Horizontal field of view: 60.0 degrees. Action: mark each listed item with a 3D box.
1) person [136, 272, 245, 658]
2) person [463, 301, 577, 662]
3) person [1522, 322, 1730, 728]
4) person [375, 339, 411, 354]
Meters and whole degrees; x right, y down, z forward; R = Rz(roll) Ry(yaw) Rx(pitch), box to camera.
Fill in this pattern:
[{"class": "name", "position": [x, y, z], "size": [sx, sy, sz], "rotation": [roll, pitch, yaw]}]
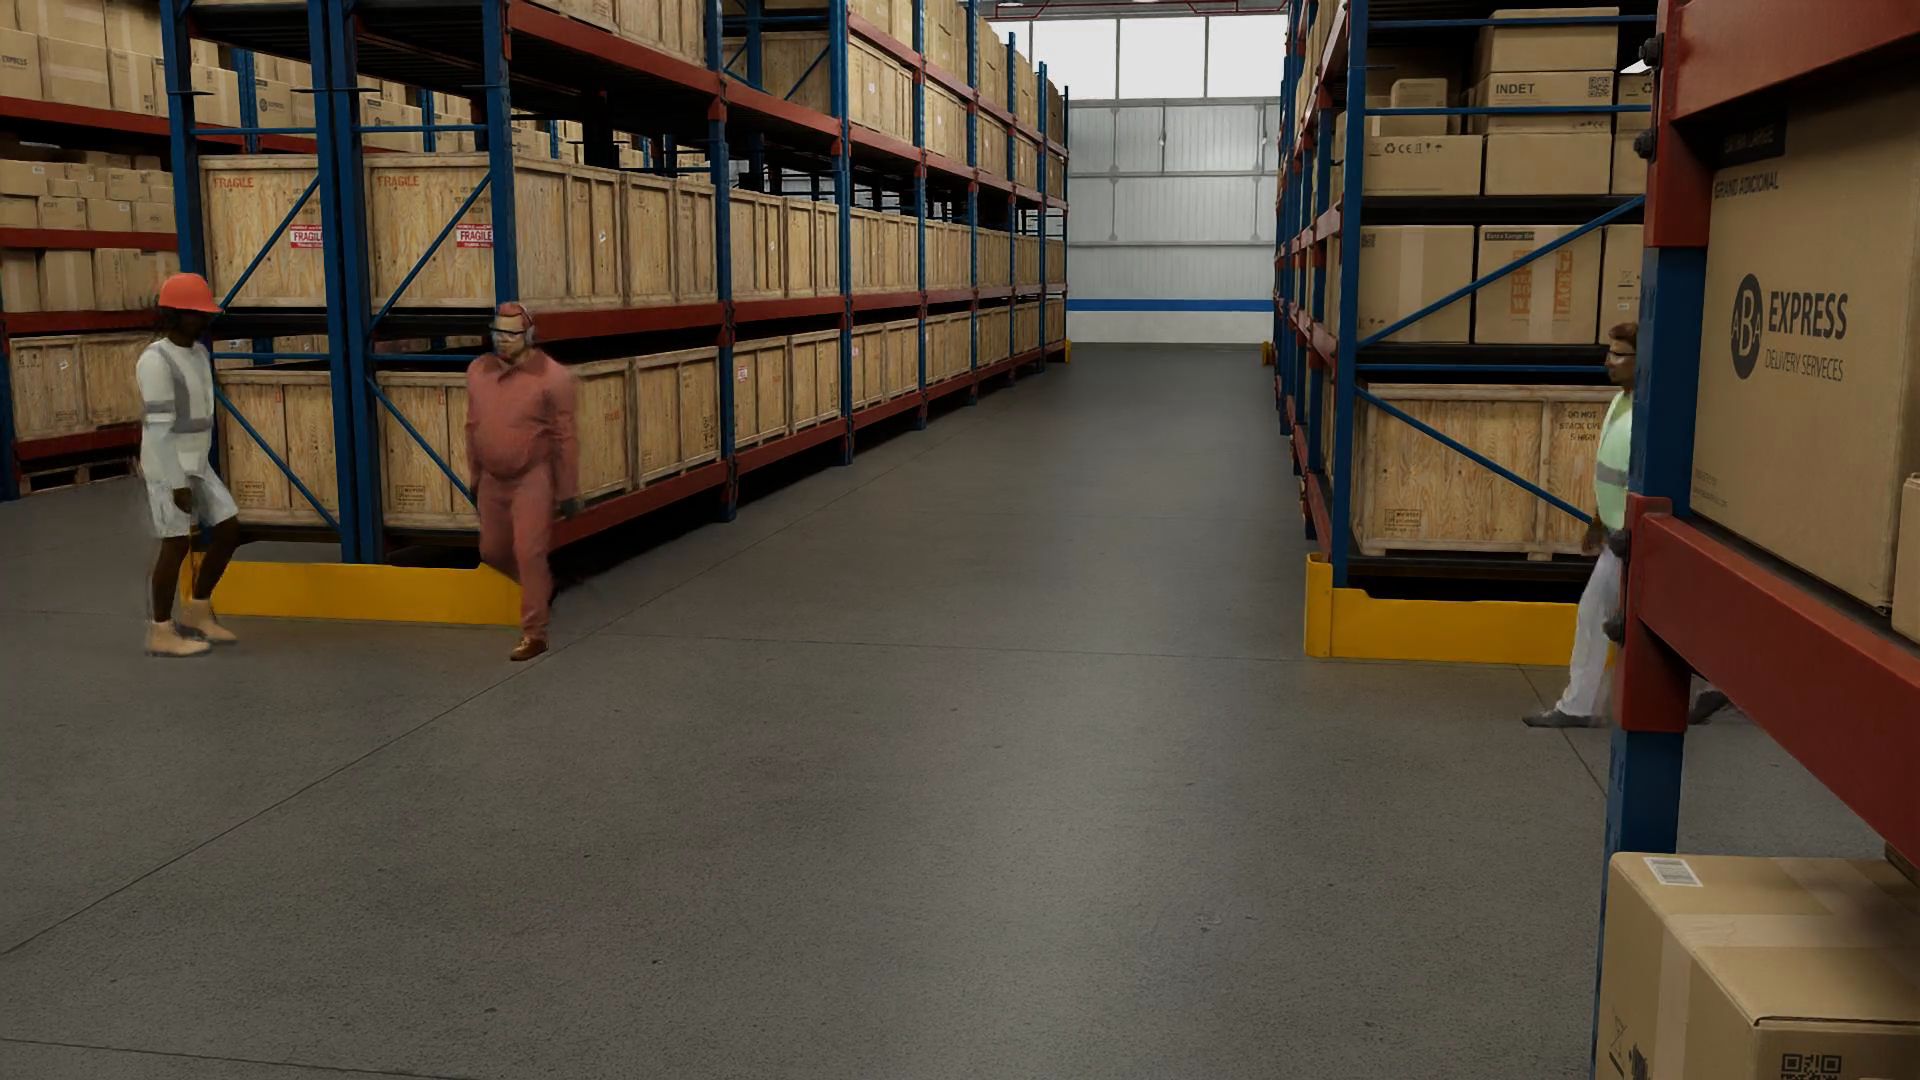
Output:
[{"class": "person", "position": [-4.044, -0.375, 8.690], "size": [0.547, 2.014, 0.670], "rotation": [0, 9, 1]}, {"class": "person", "position": [-2.282, -0.322, 8.796], "size": [0.670, 1.877, 0.610], "rotation": [4, 10, 21]}, {"class": "person", "position": [3.022, -0.049, 7.305], "size": [0.917, 1.816, 0.560], "rotation": [2, 9, 9]}, {"class": "person", "position": [-5.449, -1.431, 15.675], "size": [0.650, 1.887, 0.751], "rotation": [1, 9, 6]}]
